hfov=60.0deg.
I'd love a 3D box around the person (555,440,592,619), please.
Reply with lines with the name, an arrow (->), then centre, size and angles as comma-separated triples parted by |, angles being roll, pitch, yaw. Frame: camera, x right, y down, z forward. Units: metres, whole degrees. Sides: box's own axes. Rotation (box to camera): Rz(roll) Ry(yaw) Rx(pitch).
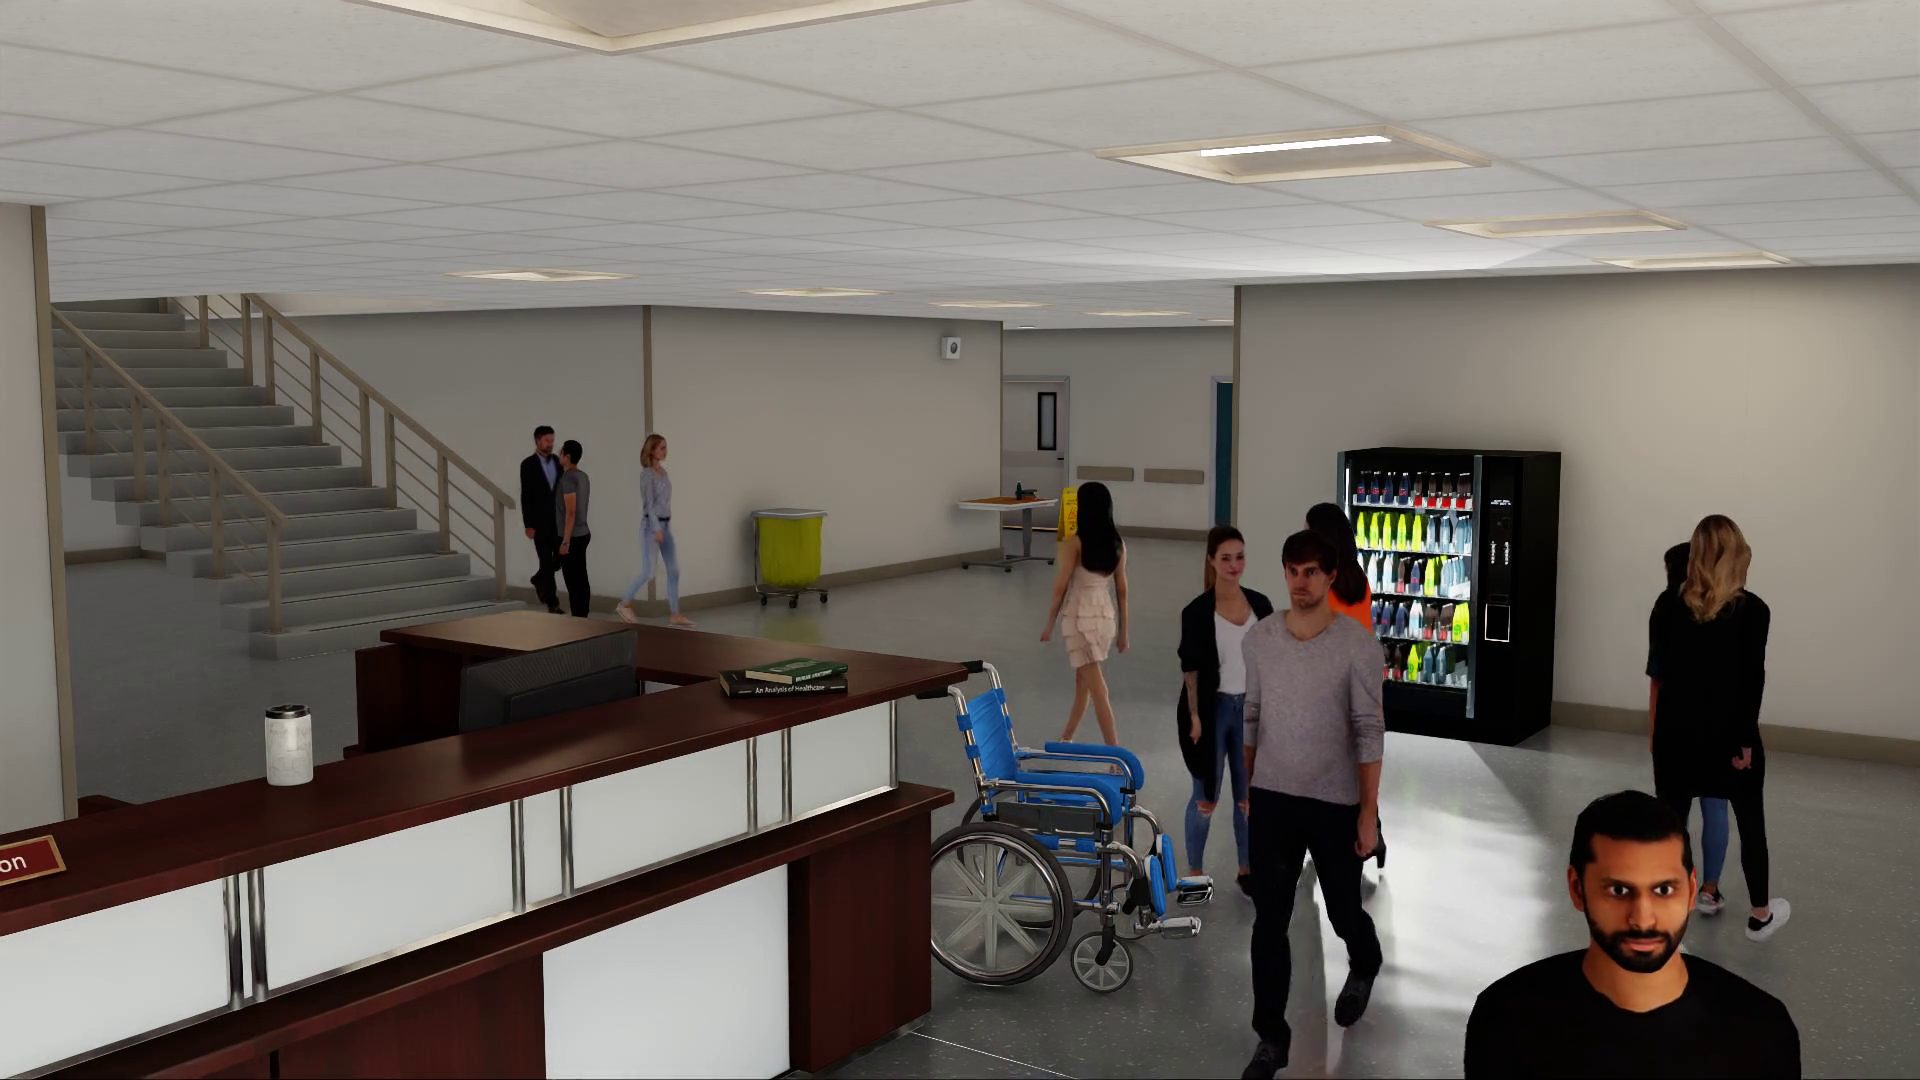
person -> -3.474, -0.027, 14.956 | 0.726, 1.755, 0.698 | 0, 6, 0

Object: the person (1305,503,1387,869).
person -> 1.861, 0.705, 7.833 | 0.880, 1.723, 0.680 | 5, 8, 42

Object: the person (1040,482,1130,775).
person -> 0.789, 0.563, 9.413 | 0.830, 1.689, 1.100 | -4, 7, -33

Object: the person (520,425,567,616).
person -> -4.030, -0.179, 16.042 | 0.983, 1.840, 0.798 | 5, 8, 42

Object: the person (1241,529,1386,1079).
person -> 1.226, 0.878, 5.663 | 1.051, 1.814, 0.771 | 3, 7, 30

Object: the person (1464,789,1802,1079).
person -> 0.998, 1.228, 2.525 | 0.813, 1.746, 0.858 | 1, 6, 9

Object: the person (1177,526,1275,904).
person -> 1.158, 0.773, 7.388 | 0.727, 1.678, 0.773 | -2, 6, -17

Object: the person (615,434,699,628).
person -> -2.845, -0.058, 15.195 | 1.083, 1.768, 0.746 | 2, 6, 22

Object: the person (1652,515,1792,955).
person -> 2.855, 0.821, 6.481 | 1.033, 1.763, 0.775 | 5, 8, 44

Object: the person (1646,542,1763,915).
person -> 3.225, 0.827, 7.263 | 0.925, 1.594, 0.891 | 2, 6, 20
